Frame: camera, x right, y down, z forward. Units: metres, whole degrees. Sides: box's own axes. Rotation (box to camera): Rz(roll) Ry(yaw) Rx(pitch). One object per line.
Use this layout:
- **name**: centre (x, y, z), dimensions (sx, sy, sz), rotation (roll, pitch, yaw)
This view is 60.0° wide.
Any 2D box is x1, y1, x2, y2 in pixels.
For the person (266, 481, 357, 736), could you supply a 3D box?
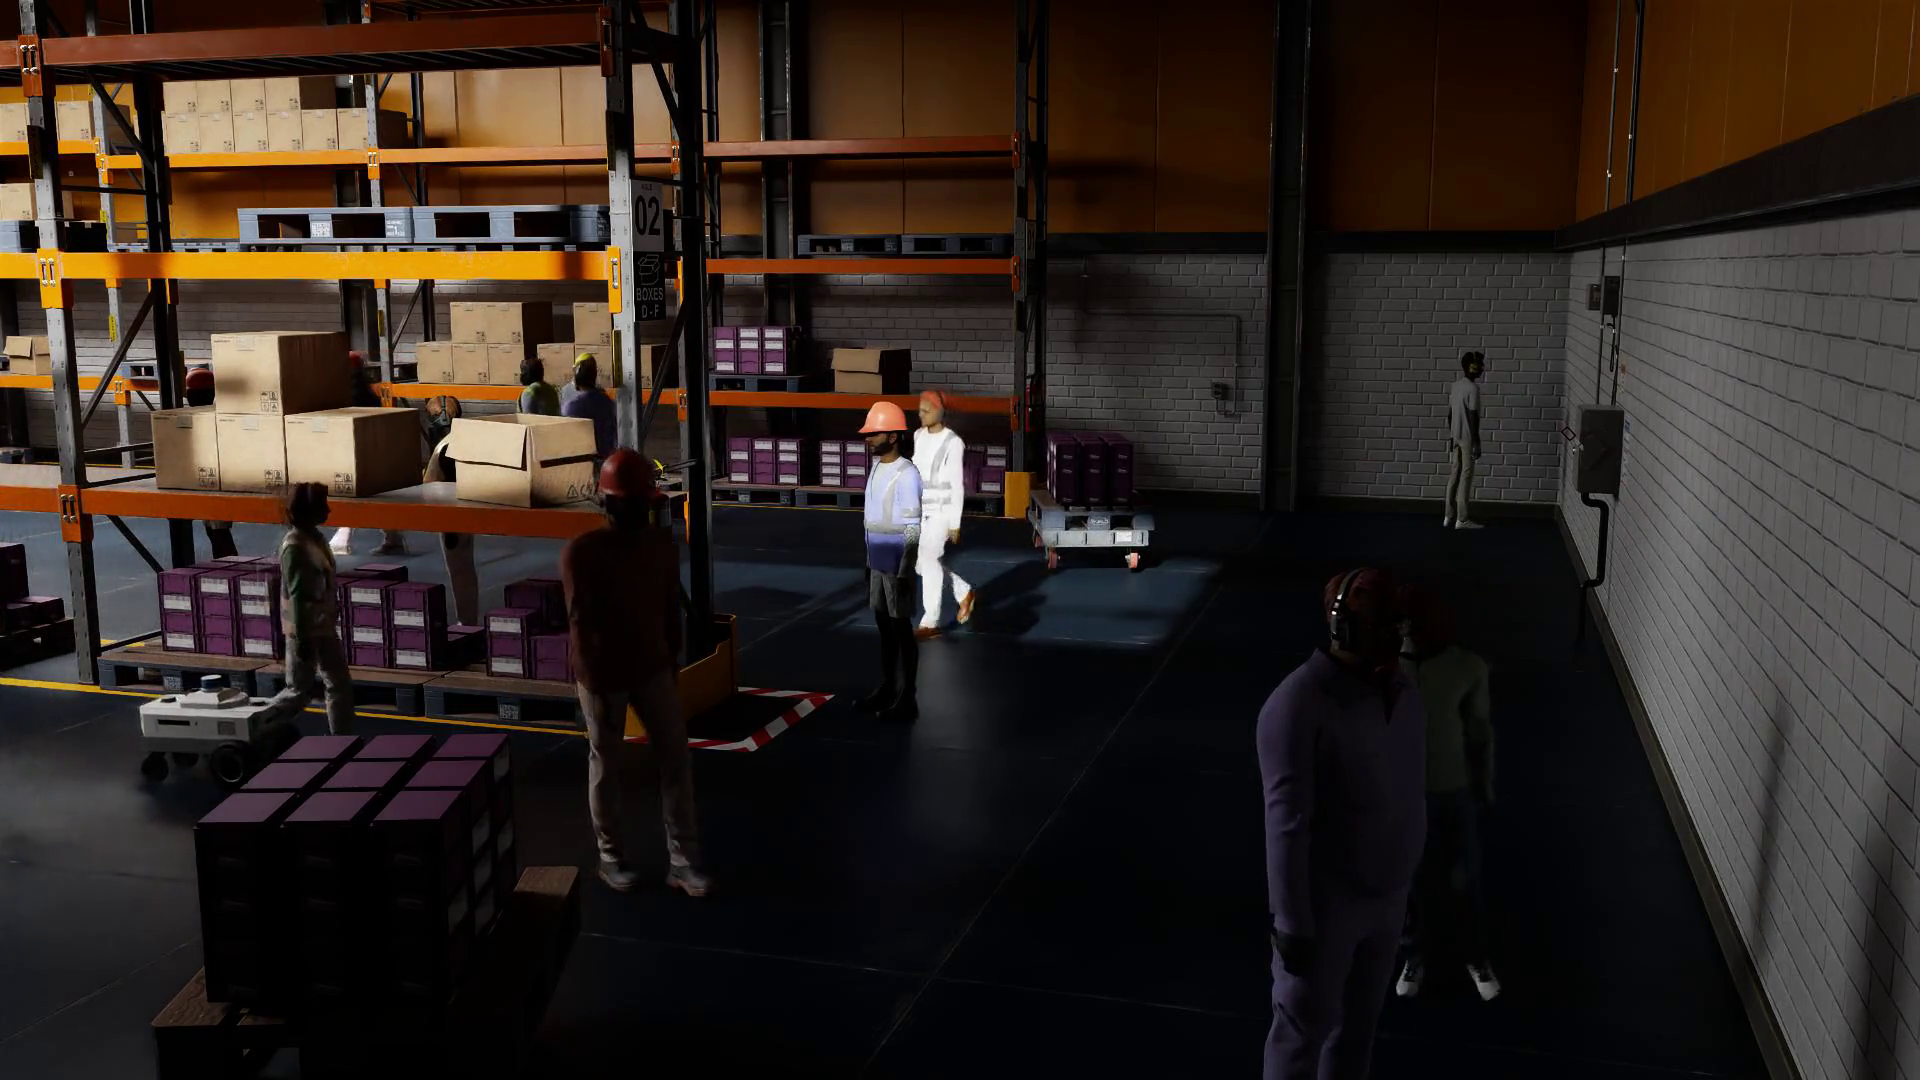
- **person**: centre (-3.561, 0.486, 8.922), dimensions (0.718, 1.616, 0.525), rotation (-1, 9, -6)

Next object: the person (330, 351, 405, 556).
- **person**: centre (-5.703, -0.806, 15.729), dimensions (0.847, 1.962, 0.637), rotation (-2, 10, -12)

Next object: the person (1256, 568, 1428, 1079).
- **person**: centre (1.123, 1.019, 4.758), dimensions (0.641, 1.910, 0.401), rotation (-8, 12, -40)

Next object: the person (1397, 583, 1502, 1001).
- **person**: centre (1.712, 0.939, 6.173), dimensions (0.554, 1.595, 0.387), rotation (1, 9, 9)

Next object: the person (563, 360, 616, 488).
- **person**: centre (-3.294, -0.667, 15.021), dimensions (0.798, 1.914, 0.636), rotation (4, 10, 25)

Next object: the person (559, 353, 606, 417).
- **person**: centre (-3.964, -1.078, 17.770), dimensions (0.587, 1.833, 0.404), rotation (4, 10, 23)

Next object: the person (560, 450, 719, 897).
- **person**: centre (-1.375, 0.599, 7.140), dimensions (0.609, 1.961, 0.796), rotation (-7, 12, -38)

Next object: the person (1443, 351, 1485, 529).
- **person**: centre (5.313, -1.044, 17.467), dimensions (0.312, 1.864, 0.532), rotation (-2, 10, -13)

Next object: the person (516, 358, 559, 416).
- **person**: centre (-4.425, -0.935, 16.947), dimensions (0.847, 1.812, 0.654), rotation (2, 10, 15)

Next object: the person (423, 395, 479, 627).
- **person**: centre (-3.645, -0.123, 11.952), dimensions (0.429, 1.837, 0.621), rotation (-3, 10, -15)

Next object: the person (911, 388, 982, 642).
- **person**: centre (-0.128, -0.192, 12.248), dimensions (0.638, 1.867, 0.579), rotation (-6, 11, -31)

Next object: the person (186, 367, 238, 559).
- **person**: centre (-6.064, -0.422, 13.447), dimensions (0.361, 1.940, 0.543), rotation (-7, 12, -38)

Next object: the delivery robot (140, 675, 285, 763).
- **delivery robot**: centre (-3.994, 0.967, 8.903), dimensions (0.707, 0.478, 0.477), rotation (1, 9, 9)

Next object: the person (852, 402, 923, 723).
- **person**: centre (-0.436, 0.131, 10.080), dimensions (0.358, 1.938, 0.542), rotation (-5, 11, -29)
